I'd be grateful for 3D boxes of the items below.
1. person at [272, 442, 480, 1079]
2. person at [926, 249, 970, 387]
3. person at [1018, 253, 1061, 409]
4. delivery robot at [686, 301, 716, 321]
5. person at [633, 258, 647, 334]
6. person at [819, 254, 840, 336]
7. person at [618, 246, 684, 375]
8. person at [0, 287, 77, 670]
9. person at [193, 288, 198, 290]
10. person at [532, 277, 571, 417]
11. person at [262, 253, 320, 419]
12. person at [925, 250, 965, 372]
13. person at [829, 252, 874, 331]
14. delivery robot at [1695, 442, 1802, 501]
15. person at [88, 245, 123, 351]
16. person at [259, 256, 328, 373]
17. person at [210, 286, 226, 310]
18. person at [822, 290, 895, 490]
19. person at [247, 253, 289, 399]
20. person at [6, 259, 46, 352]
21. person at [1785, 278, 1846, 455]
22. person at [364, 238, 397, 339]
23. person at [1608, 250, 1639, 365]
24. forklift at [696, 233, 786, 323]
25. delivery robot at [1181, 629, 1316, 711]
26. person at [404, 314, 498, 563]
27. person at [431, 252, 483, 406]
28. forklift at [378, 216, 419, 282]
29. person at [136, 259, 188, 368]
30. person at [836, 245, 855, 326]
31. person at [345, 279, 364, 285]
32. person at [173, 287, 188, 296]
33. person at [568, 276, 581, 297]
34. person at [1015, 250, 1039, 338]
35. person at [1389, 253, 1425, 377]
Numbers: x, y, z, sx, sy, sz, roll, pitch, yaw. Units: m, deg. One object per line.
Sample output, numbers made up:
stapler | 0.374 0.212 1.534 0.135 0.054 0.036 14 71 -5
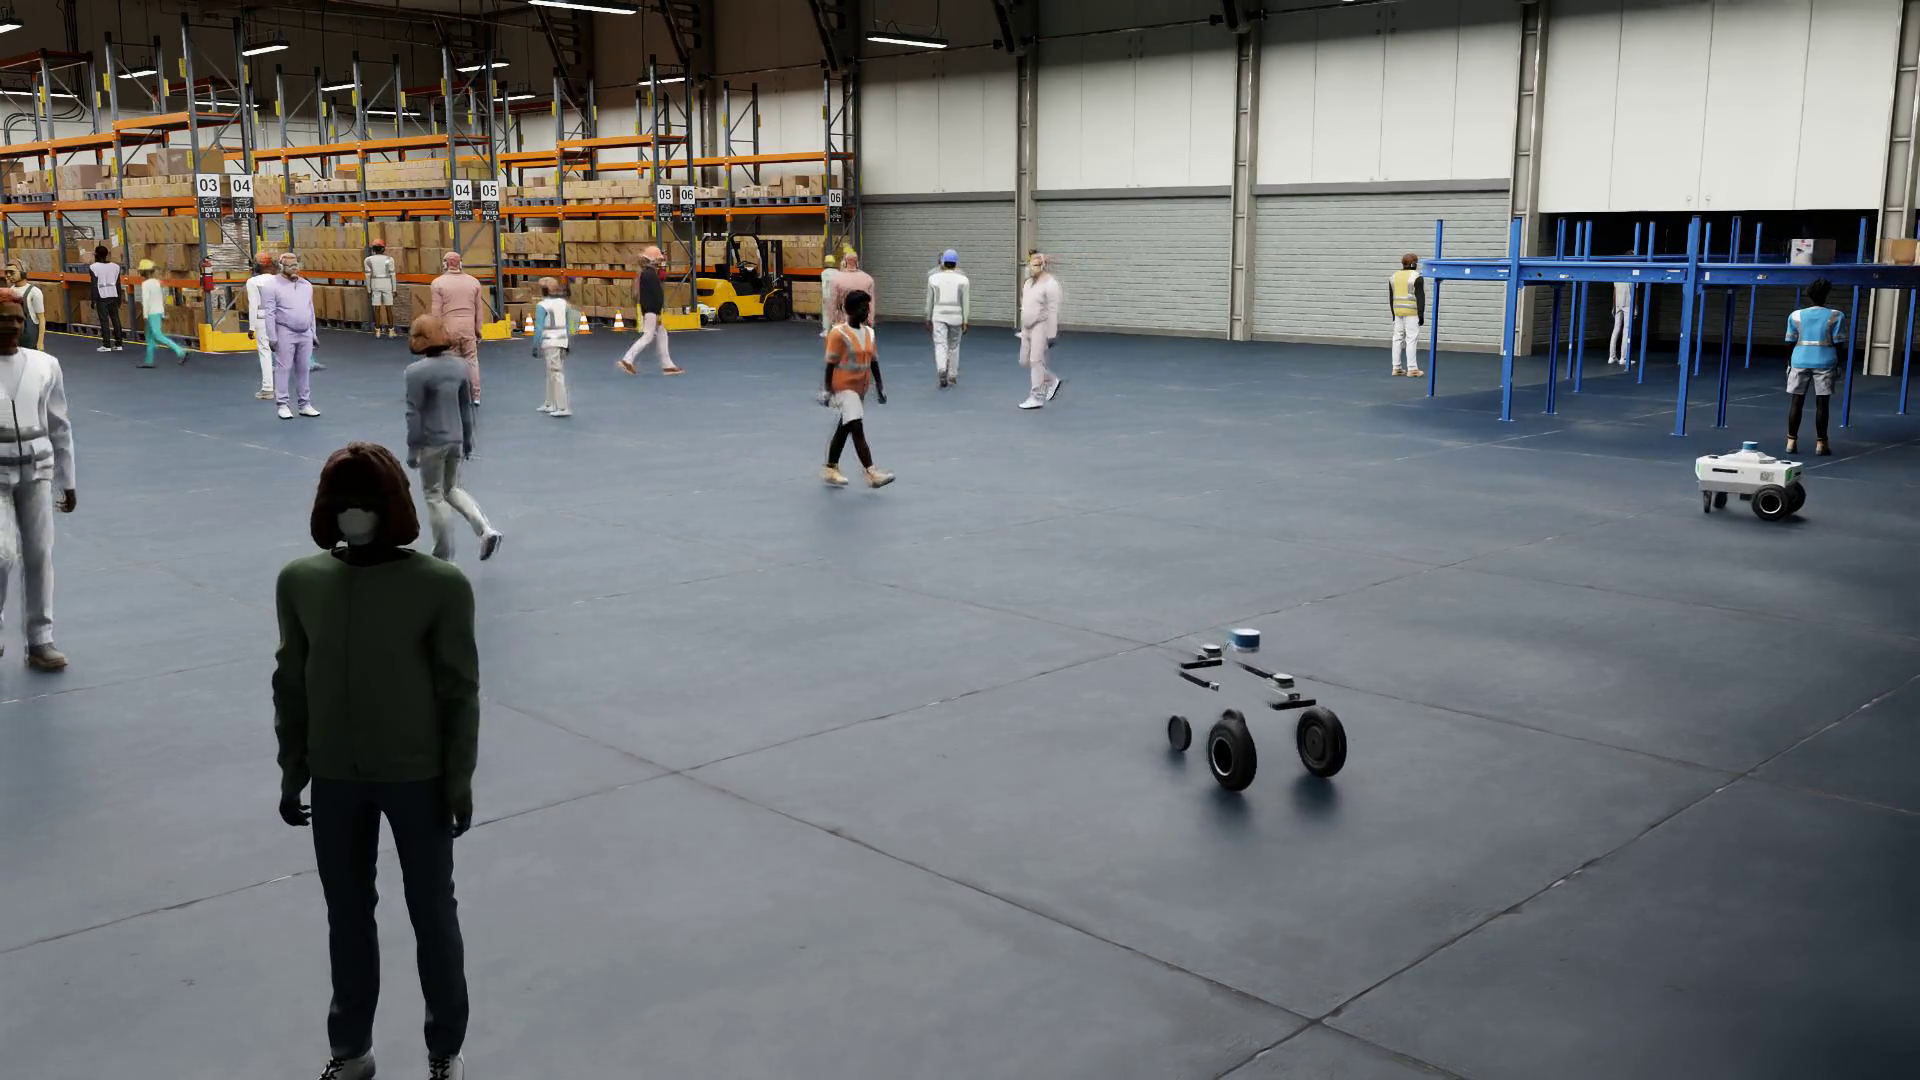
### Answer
person | -1.395 0.576 3.990 0.497 1.636 0.284 1 10 4
person | -0.169 -3.084 23.186 0.604 1.924 0.870 0 10 -1
person | 0.981 -2.574 20.463 0.572 1.892 0.653 -6 12 -28
delivery robot | -6.174 -5.436 39.585 0.707 0.478 0.477 6 12 29
person | -6.746 -5.158 35.282 0.674 1.614 0.540 7 13 35
person | -2.668 -5.119 34.836 0.493 1.712 0.815 -8 13 -36
person | -4.730 -3.478 25.236 0.970 1.959 0.632 -4 11 -19
person | -4.620 -0.292 8.095 0.461 1.865 0.598 8 13 37
person | -21.242 -7.307 46.262 0.439 1.904 0.630 -6 12 -28
person | -4.851 -2.257 19.461 0.674 1.614 0.540 4 11 23
person | -7.754 -2.378 19.364 0.402 1.906 0.652 7 12 33
person | -0.220 -3.607 26.117 0.641 1.891 1.047 -1 10 -4
person | -1.544 -3.182 23.850 0.652 1.875 0.927 -4 11 -21
delivery robot | 6.018 -0.507 12.709 0.707 0.478 0.477 8 13 38
person | -15.661 -4.430 30.518 0.379 1.918 0.597 5 12 27
person | -10.467 -3.520 25.901 0.972 1.801 0.554 -3 11 -14
person | -16.245 -5.352 36.303 0.313 1.642 0.513 6 12 29
person | -0.826 -1.245 13.847 0.889 1.644 0.544 7 12 34
person | -9.026 -2.793 21.682 0.346 1.883 0.584 6 12 28
person | -10.604 -2.254 18.851 0.508 1.846 0.342 2 11 13
person | 8.294 -1.686 16.154 0.534 1.700 0.318 8 13 36
person | -11.924 -5.183 34.284 0.608 2.045 0.369 -2 11 -11
person | 10.964 -3.828 27.402 0.311 1.863 0.510 -6 12 -29
forklift | -5.496 -6.489 41.108 2.313 2.155 1.214 -10 14 -44
delivery robot | 1.144 0.475 6.642 0.335 0.223 0.698 -5 11 -23
person | -3.213 -0.594 10.404 0.434 1.624 0.503 5 11 23
person | -6.224 -2.596 20.554 0.652 1.904 0.402 -8 13 -38
forklift | -17.868 -9.201 54.028 1.873 2.768 1.129 -10 14 -44
person | -12.817 -3.616 26.595 0.805 1.737 0.528 -1 10 -4
person | -2.500 -5.520 36.552 0.494 1.894 0.693 2 11 9
person | -16.461 -7.089 45.226 0.429 1.841 0.634 5 12 27
person | -23.261 -7.857 49.432 0.661 1.831 0.475 -2 11 -12
person | -10.585 -7.160 45.396 0.560 1.921 0.735 -5 12 -27
person | 1.465 -4.939 33.570 0.970 1.816 0.545 10 14 43
person | 6.770 -3.401 25.113 0.429 1.847 0.627 -7 13 -35
